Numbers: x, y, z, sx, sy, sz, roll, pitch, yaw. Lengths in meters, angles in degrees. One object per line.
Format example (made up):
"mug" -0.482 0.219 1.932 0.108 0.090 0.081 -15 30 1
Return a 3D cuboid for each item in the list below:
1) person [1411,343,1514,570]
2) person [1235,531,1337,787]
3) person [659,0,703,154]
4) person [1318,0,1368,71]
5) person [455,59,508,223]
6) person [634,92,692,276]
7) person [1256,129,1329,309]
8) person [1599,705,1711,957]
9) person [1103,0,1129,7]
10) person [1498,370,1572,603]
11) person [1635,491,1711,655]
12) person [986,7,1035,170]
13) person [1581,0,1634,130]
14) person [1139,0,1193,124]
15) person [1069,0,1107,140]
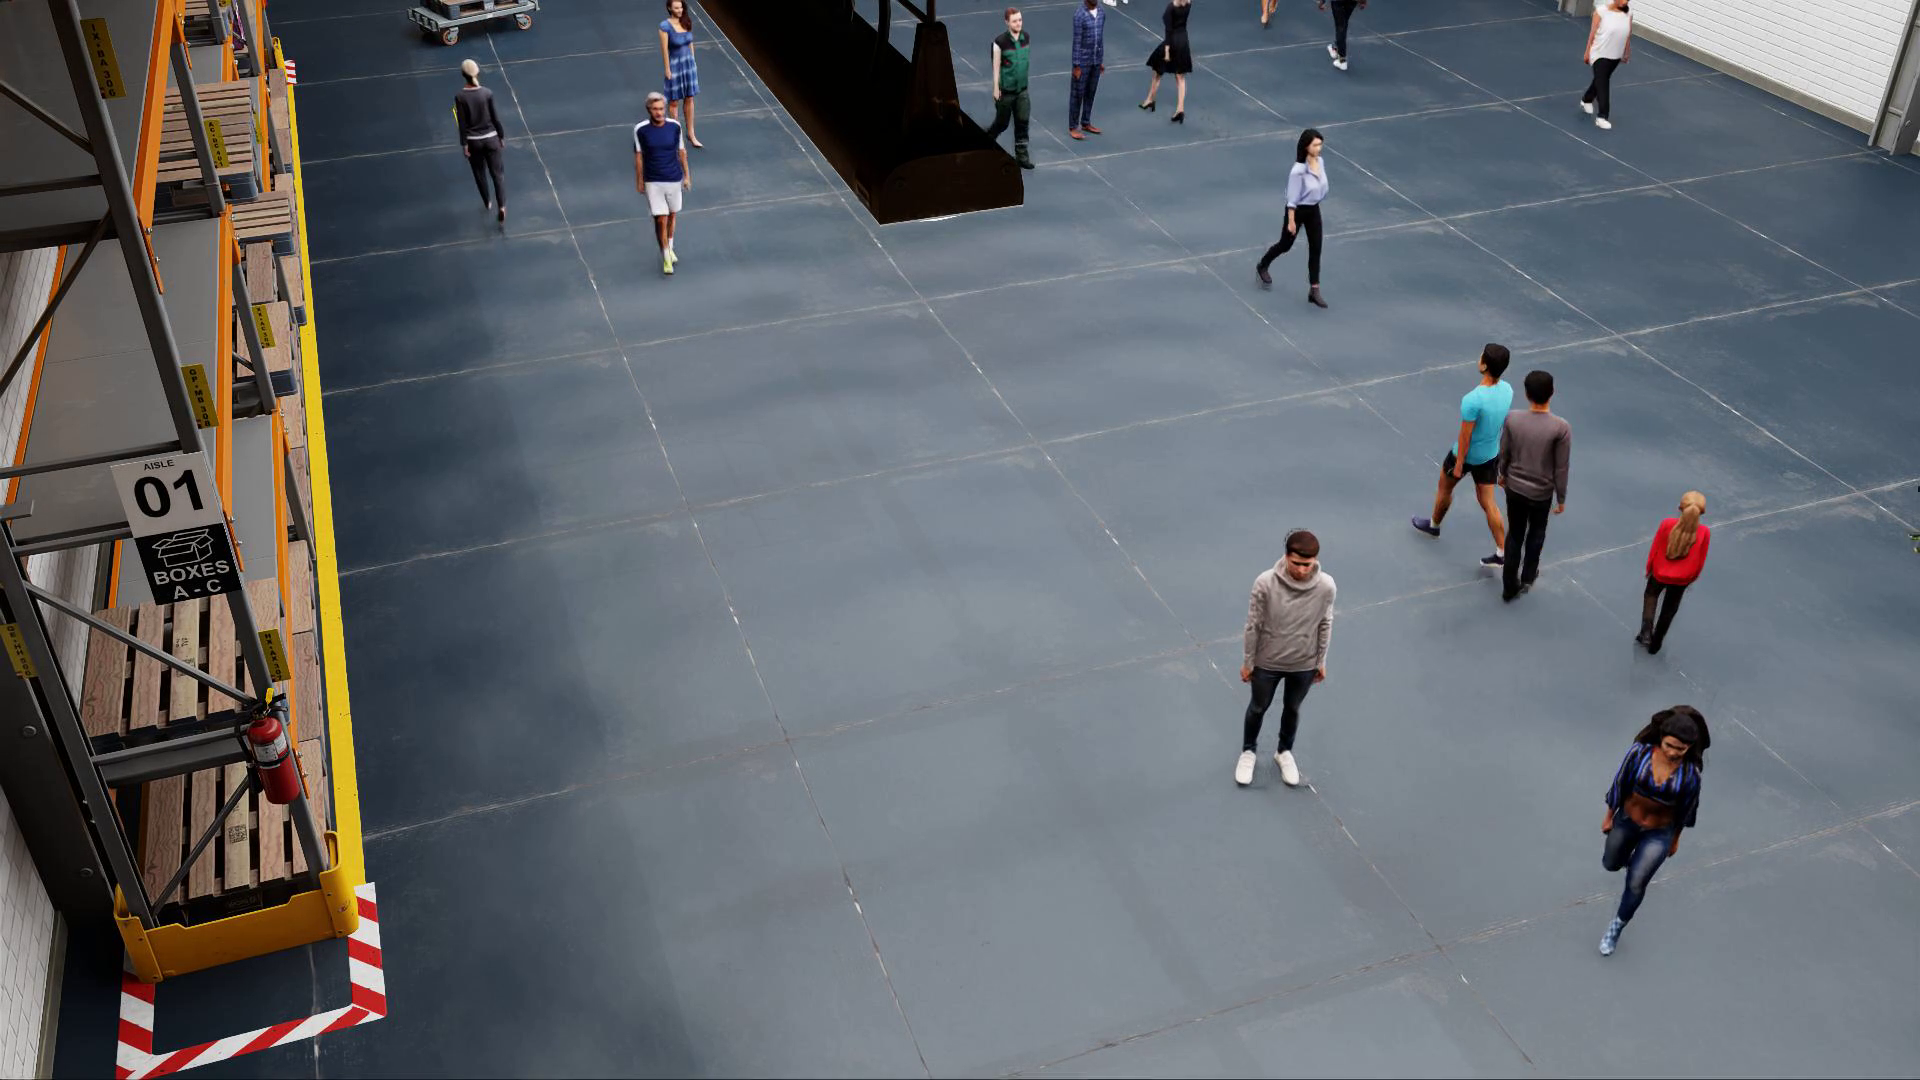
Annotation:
"person" 3.843 -0.564 12.157 0.770 1.731 1.212 -17 37 -24
"person" 1.989 0.705 10.140 0.750 1.851 0.709 1 34 1
"person" -3.258 -5.446 19.435 0.754 1.805 0.759 26 41 33
"person" 5.119 -7.112 21.954 0.803 1.790 1.008 -8 35 -12
"person" -5.073 -4.228 17.697 0.635 1.699 1.035 -10 35 -14
"person" -3.013 -3.643 16.709 0.701 1.818 0.889 -14 36 -21
"person" 3.219 -3.129 16.041 0.897 1.702 1.226 -24 41 -32
"person" 3.752 1.539 9.107 0.949 1.604 0.957 21 39 28
"person" 2.346 -8.787 24.536 0.643 1.720 0.570 -18 38 -25
"person" 3.989 -0.323 11.786 0.878 1.738 0.946 11 35 16
"person" 4.848 0.253 11.337 0.589 1.278 0.648 14 36 19
"person" 0.544 -5.199 19.060 0.825 1.809 1.197 -18 38 -25
"person" 7.891 -5.952 20.336 0.734 1.649 1.109 -7 34 -10
"person" 2.671 -5.934 20.243 0.840 1.723 1.052 -26 41 -33
"person" 1.510 -5.748 19.877 0.735 1.818 0.726 -26 41 -33
